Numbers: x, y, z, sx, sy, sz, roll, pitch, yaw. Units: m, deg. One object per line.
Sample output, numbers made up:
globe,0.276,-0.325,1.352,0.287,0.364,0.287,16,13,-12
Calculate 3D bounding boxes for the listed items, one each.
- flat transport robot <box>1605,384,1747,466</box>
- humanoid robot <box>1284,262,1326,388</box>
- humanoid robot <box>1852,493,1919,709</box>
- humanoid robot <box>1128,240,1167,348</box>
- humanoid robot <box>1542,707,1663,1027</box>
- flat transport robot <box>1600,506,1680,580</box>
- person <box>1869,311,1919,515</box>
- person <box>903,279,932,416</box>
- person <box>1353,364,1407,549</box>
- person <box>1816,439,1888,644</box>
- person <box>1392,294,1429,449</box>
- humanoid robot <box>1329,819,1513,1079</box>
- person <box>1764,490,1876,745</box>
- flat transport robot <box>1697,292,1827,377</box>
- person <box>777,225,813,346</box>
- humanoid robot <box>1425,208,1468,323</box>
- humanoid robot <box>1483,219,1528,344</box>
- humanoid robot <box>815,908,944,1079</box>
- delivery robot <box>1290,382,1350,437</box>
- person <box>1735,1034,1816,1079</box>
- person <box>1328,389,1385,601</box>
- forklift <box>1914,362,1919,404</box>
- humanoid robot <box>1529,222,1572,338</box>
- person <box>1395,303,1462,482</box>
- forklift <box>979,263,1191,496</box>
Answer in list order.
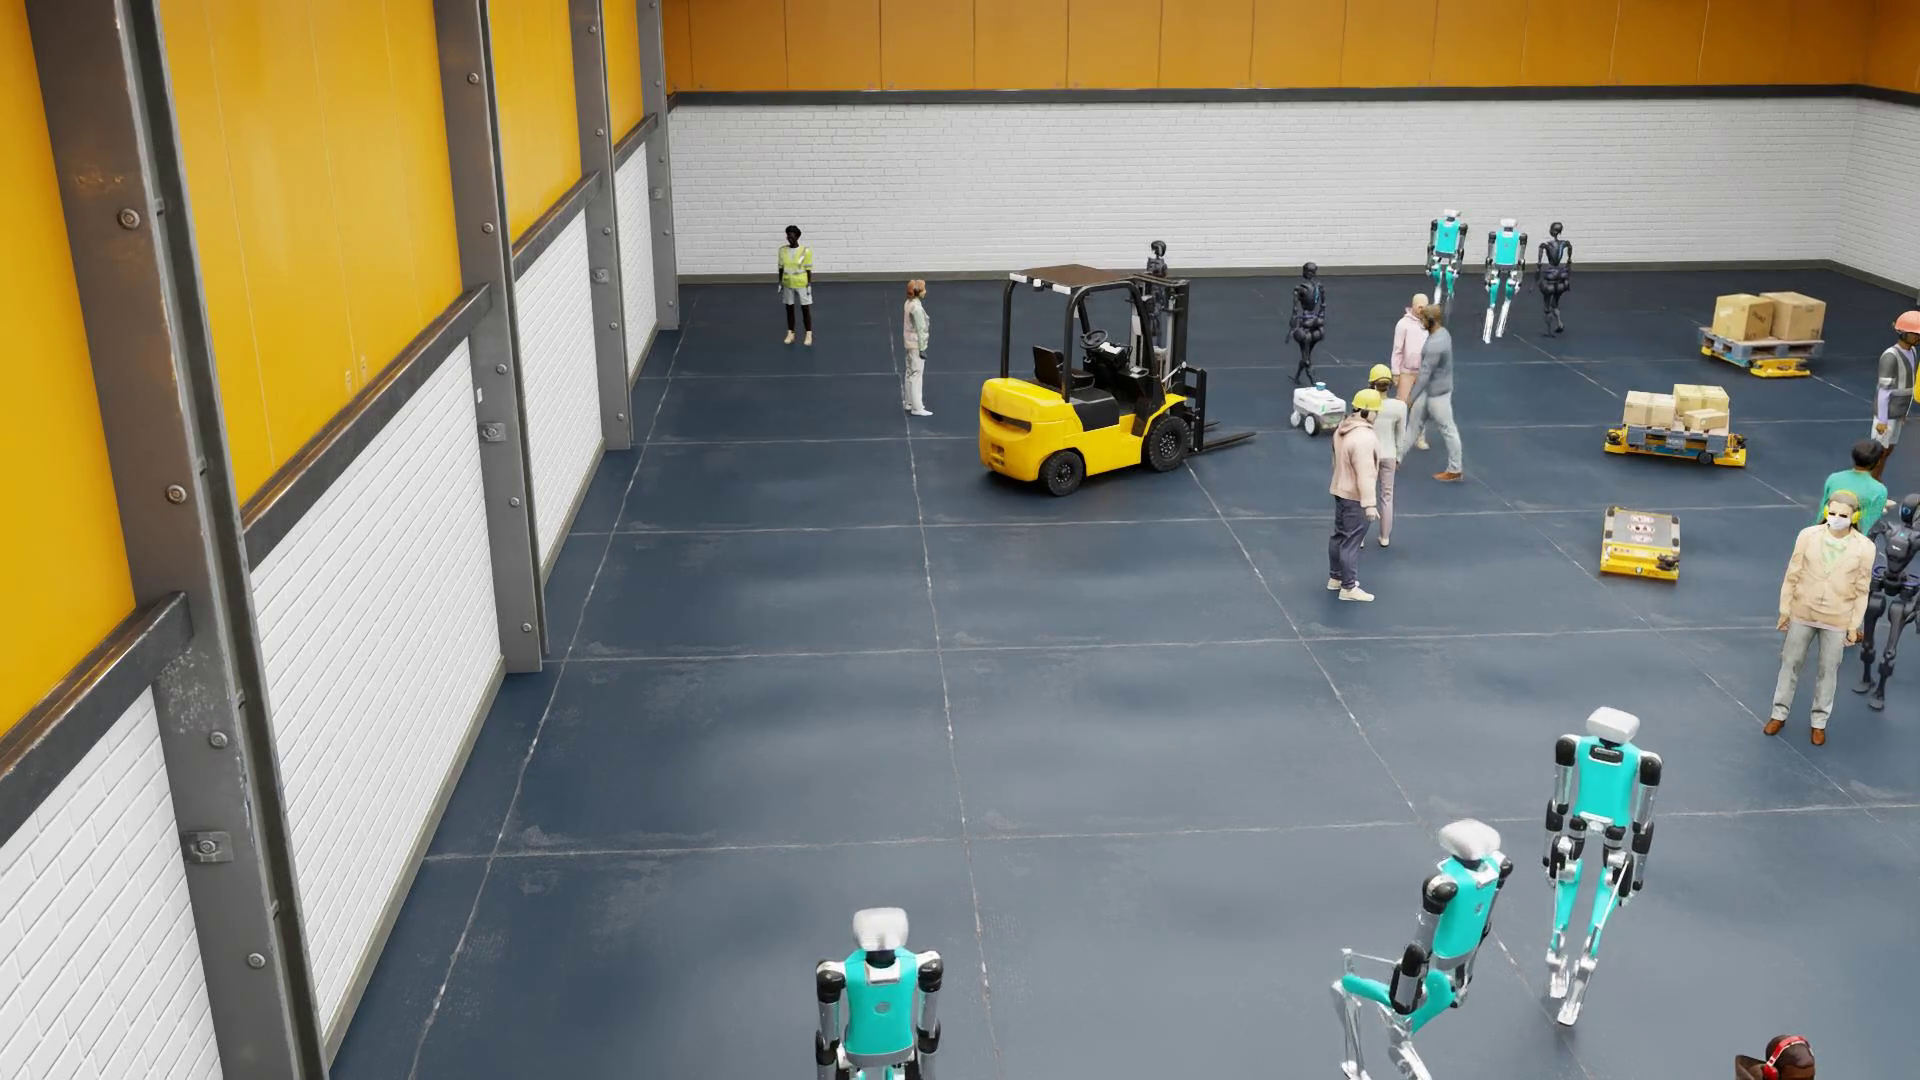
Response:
flat transport robot,7.983,-1.073,18.550,1.431,0.231,0.659,9,22,23
humanoid robot,4.342,-2.690,20.970,0.611,1.626,0.751,-13,24,-31
humanoid robot,6.936,0.423,12.433,0.463,1.644,0.587,-19,27,-42
humanoid robot,2.571,-3.231,22.413,0.639,1.636,0.610,8,22,20
humanoid robot,3.248,1.783,8.657,0.540,1.769,0.898,13,24,31
flat transport robot,6.373,0.019,15.575,0.659,0.231,1.431,8,22,20
person,9.272,-1.268,16.511,0.613,2.042,0.371,-19,27,-41
person,-0.525,-2.310,19.927,0.304,1.638,0.523,-6,21,-17
person,3.892,-0.777,15.581,0.521,1.762,0.317,-2,20,-5
person,7.037,0.061,13.264,0.974,1.809,0.511,-16,25,-37
person,5.060,-1.887,18.586,0.538,1.776,0.409,-4,21,-11
humanoid robot,2.141,2.045,7.946,0.561,1.726,1.047,-14,24,-34
person,6.133,0.532,11.850,0.551,1.877,0.413,12,24,30
flat transport robot,10.662,-2.441,22.279,0.659,0.231,1.431,-3,20,-9
person,-2.306,-3.567,23.281,0.529,1.690,0.319,7,21,18
humanoid robot,7.165,-3.964,24.458,0.571,1.890,0.804,11,23,27
humanoid robot,7.689,-3.682,23.524,0.530,1.784,0.730,7,21,18
humanoid robot,-0.408,2.276,7.279,0.580,1.754,0.772,-4,21,-11
delivery robot,4.186,-1.525,19.371,0.524,0.597,0.768,-6,21,-17
person,3.092,2.616,6.487,0.460,1.651,0.326,-9,22,-23
person,3.402,-0.397,14.399,0.420,1.860,0.808,-2,20,-7
forklift,12.602,-2.435,19.475,2.313,2.155,1.214,-1,20,-4
humanoid robot,8.444,-3.702,23.683,0.601,1.646,0.330,-5,21,-13
person,4.889,-1.546,17.489,1.020,1.872,0.657,5,21,14
forklift,1.315,-1.764,17.646,2.313,2.155,1.214,-14,24,-33
